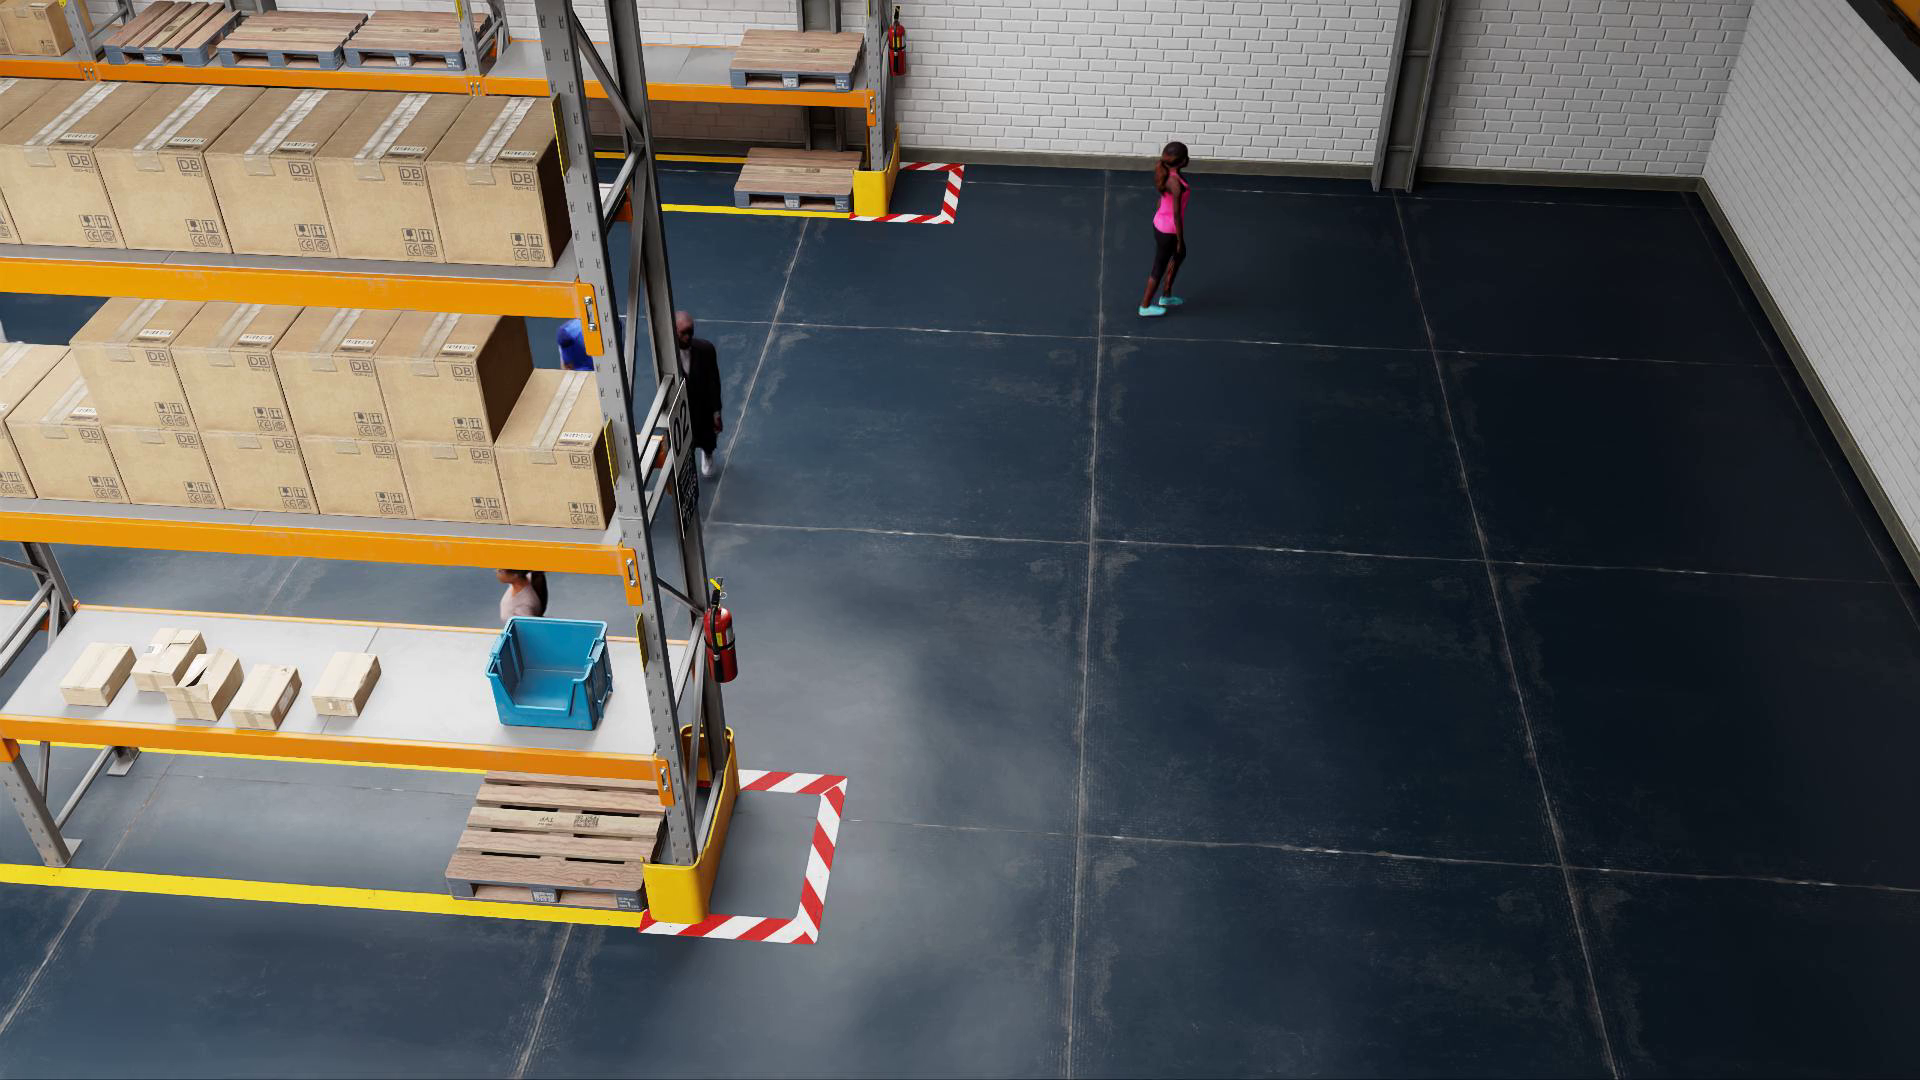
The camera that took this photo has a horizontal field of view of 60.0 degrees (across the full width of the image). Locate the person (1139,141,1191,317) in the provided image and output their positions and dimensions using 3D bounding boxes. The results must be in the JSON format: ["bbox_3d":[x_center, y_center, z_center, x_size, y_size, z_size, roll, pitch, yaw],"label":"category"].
[{"bbox_3d":[1.772,-2.769,14.929,0.729,1.706,0.655,-4,39,-5],"label":"person"}]

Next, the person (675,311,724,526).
[{"bbox_3d":[-2.033,-1.032,12.734,1.126,1.731,0.913,-7,39,-9],"label":"person"}]
